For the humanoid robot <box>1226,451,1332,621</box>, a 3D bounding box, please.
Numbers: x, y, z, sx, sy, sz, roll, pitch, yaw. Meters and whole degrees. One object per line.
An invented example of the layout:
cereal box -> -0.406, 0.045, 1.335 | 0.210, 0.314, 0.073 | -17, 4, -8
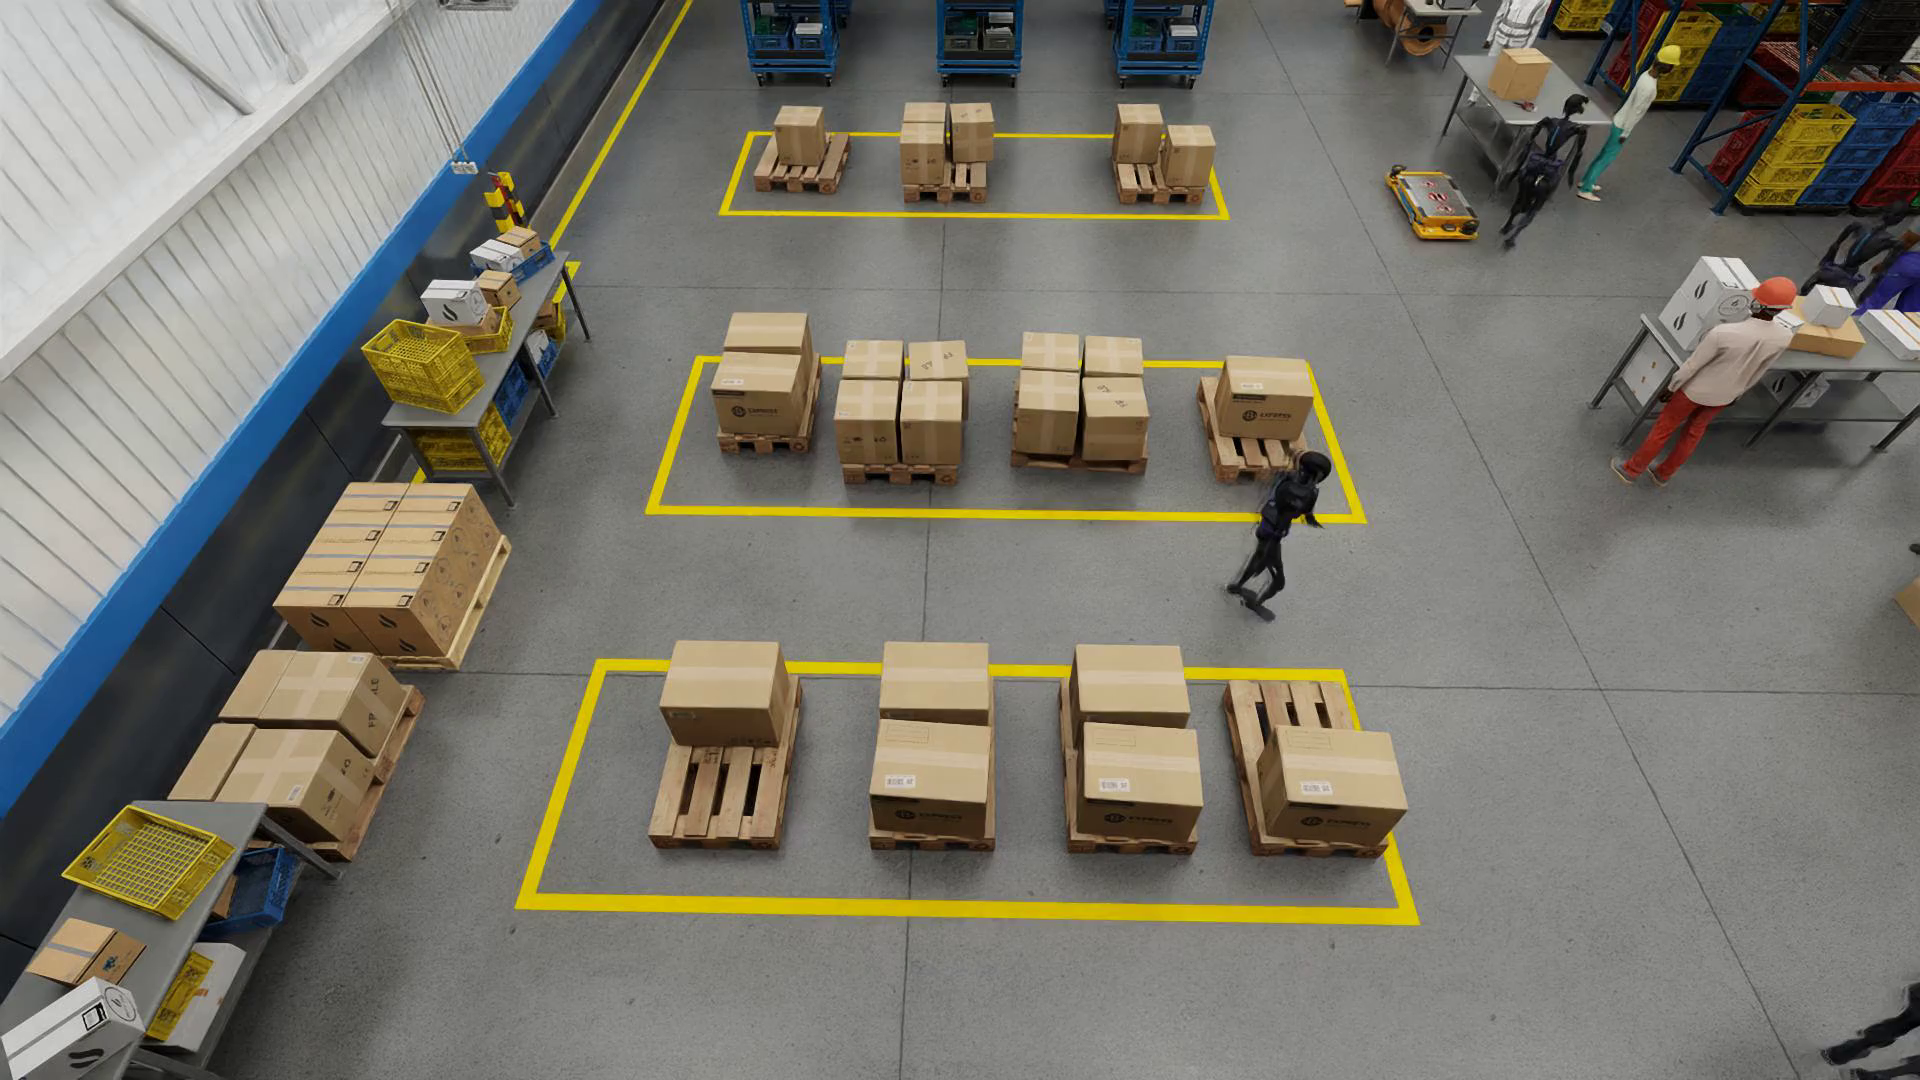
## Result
humanoid robot -> 2.352, -0.042, 6.643 | 0.566, 1.642, 0.607 | 17, 51, 14

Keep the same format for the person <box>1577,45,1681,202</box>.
person -> 7.857, -4.883, 10.777 | 0.340, 1.758, 0.522 | 21, 52, 17

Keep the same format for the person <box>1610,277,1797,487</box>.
person -> 6.084, -1.243, 7.477 | 0.614, 1.986, 0.405 | 3, 49, 3

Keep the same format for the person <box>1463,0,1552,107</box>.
person -> 7.330, -6.654, 12.225 | 0.575, 1.882, 0.353 | 31, 56, 24

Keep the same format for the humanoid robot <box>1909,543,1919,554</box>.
humanoid robot -> 8.118, -0.258, 6.851 | 0.683, 1.612, 0.648 | -31, 56, -24

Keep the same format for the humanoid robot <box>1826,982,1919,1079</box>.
humanoid robot -> 5.111, 2.377, 4.551 | 0.479, 1.645, 0.554 | -8, 50, -7

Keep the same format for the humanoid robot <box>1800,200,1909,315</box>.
humanoid robot -> 8.348, -2.410, 8.695 | 0.476, 1.638, 0.597 | -21, 52, -17

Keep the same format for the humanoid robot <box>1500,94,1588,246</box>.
humanoid robot -> 6.434, -4.063, 10.126 | 0.561, 1.641, 0.590 | -32, 56, -25

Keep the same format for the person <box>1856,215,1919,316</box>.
person -> 9.051, -2.613, 8.624 | 0.685, 2.000, 0.539 | 18, 51, 15

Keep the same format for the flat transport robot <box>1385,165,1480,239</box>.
flat transport robot -> 5.692, -4.094, 11.059 | 0.652, 0.197, 1.431 | 1, 49, 1
